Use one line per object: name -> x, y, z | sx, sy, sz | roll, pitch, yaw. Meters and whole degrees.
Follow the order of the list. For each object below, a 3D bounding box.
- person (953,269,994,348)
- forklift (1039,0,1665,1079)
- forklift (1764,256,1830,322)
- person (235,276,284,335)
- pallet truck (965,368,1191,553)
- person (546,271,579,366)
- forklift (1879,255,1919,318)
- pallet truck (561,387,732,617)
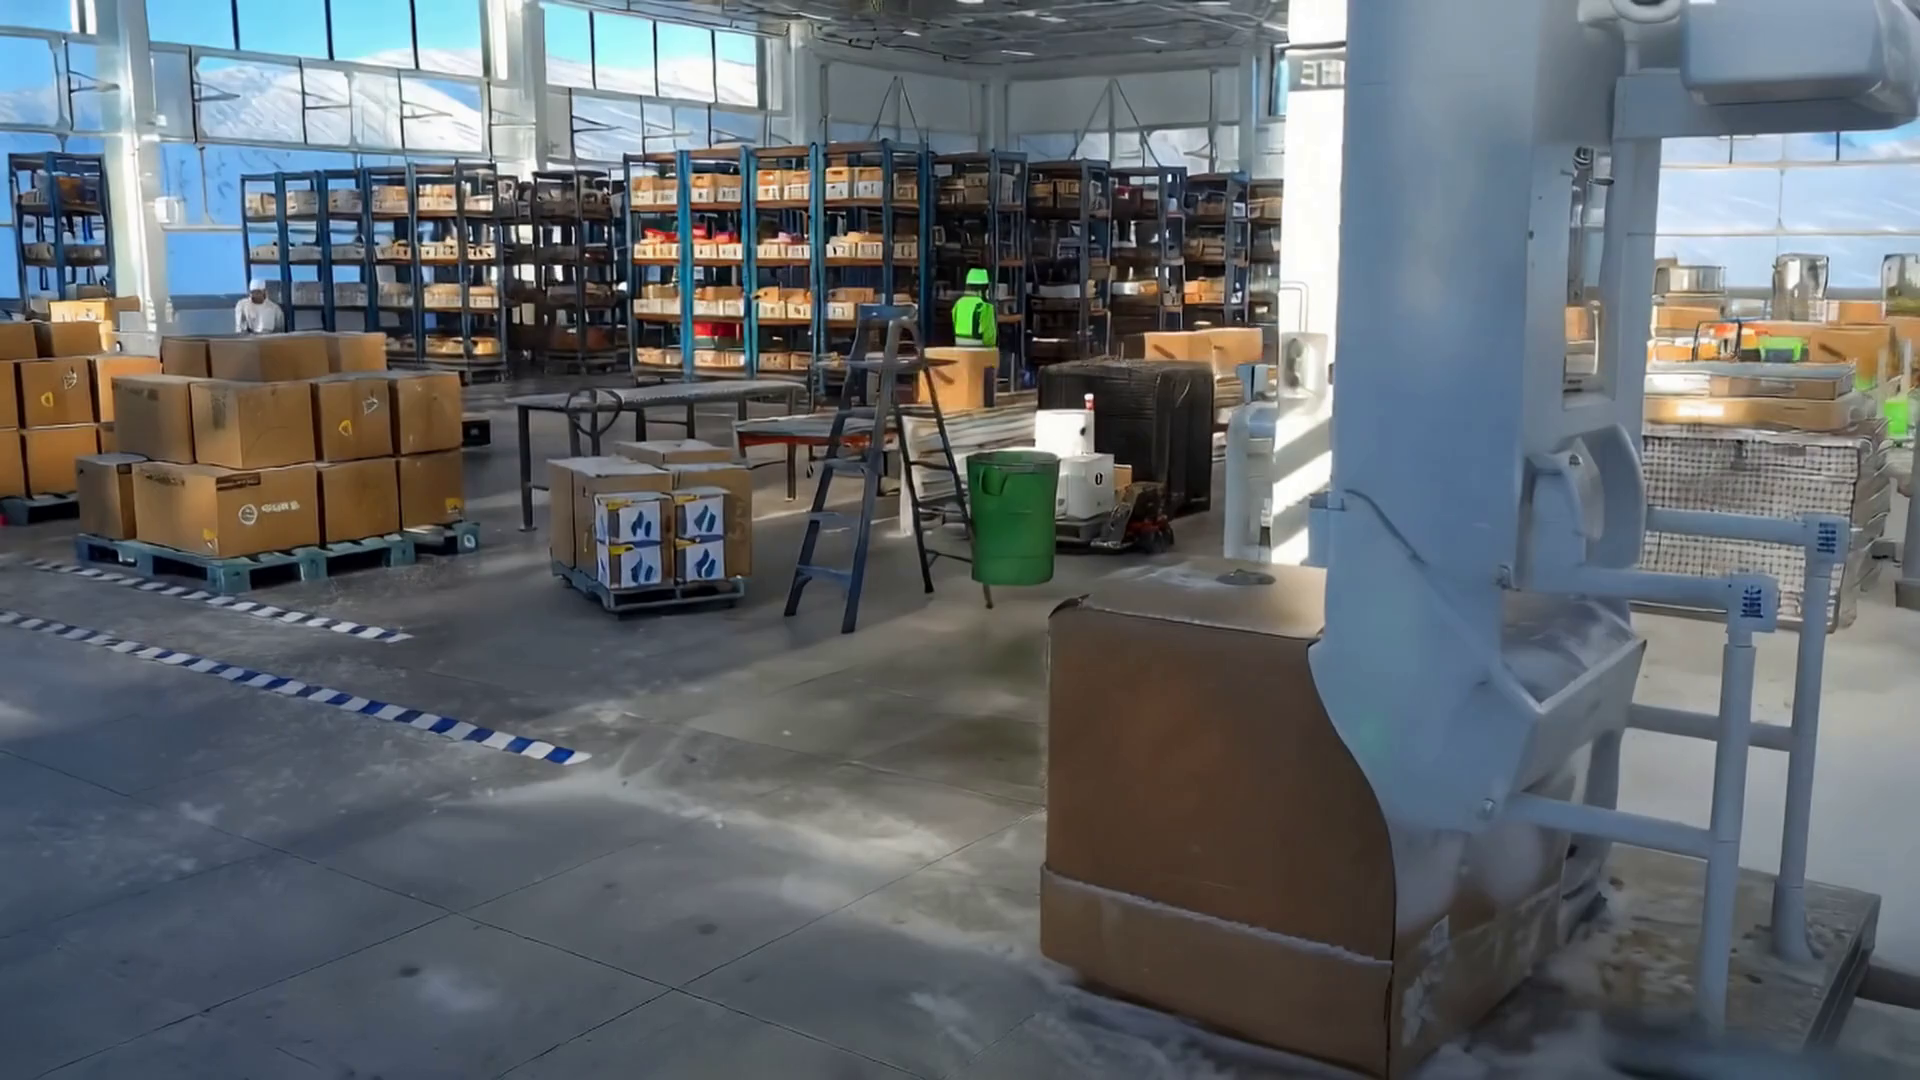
person -> 0.166, -2.024, 18.413 | 0.415, 1.940, 0.601 | -8, 13, -41
forklift -> 1.249, -0.137, 4.360 | 1.873, 2.768, 1.129 | 7, 12, 35
forklift -> 20.253, -5.854, 40.139 | 1.157, 1.987, 2.680 | 7, 12, 35
person -> -9.054, -2.500, 21.547 | 0.601, 1.830, 0.403 | -7, 12, -35
pallet truck -> 0.845, -0.609, 11.869 | 1.630, 1.274, 0.653 | 7, 12, 35
person -> -7.678, -4.254, 32.028 | 0.595, 1.830, 0.574 | 6, 11, 32
forklift -> 22.089, -5.634, 38.796 | 1.157, 1.987, 2.680 | 6, 11, 33
pallet truck -> -1.981, -0.274, 10.088 | 0.680, 1.201, 1.601 | -5, 11, -28
